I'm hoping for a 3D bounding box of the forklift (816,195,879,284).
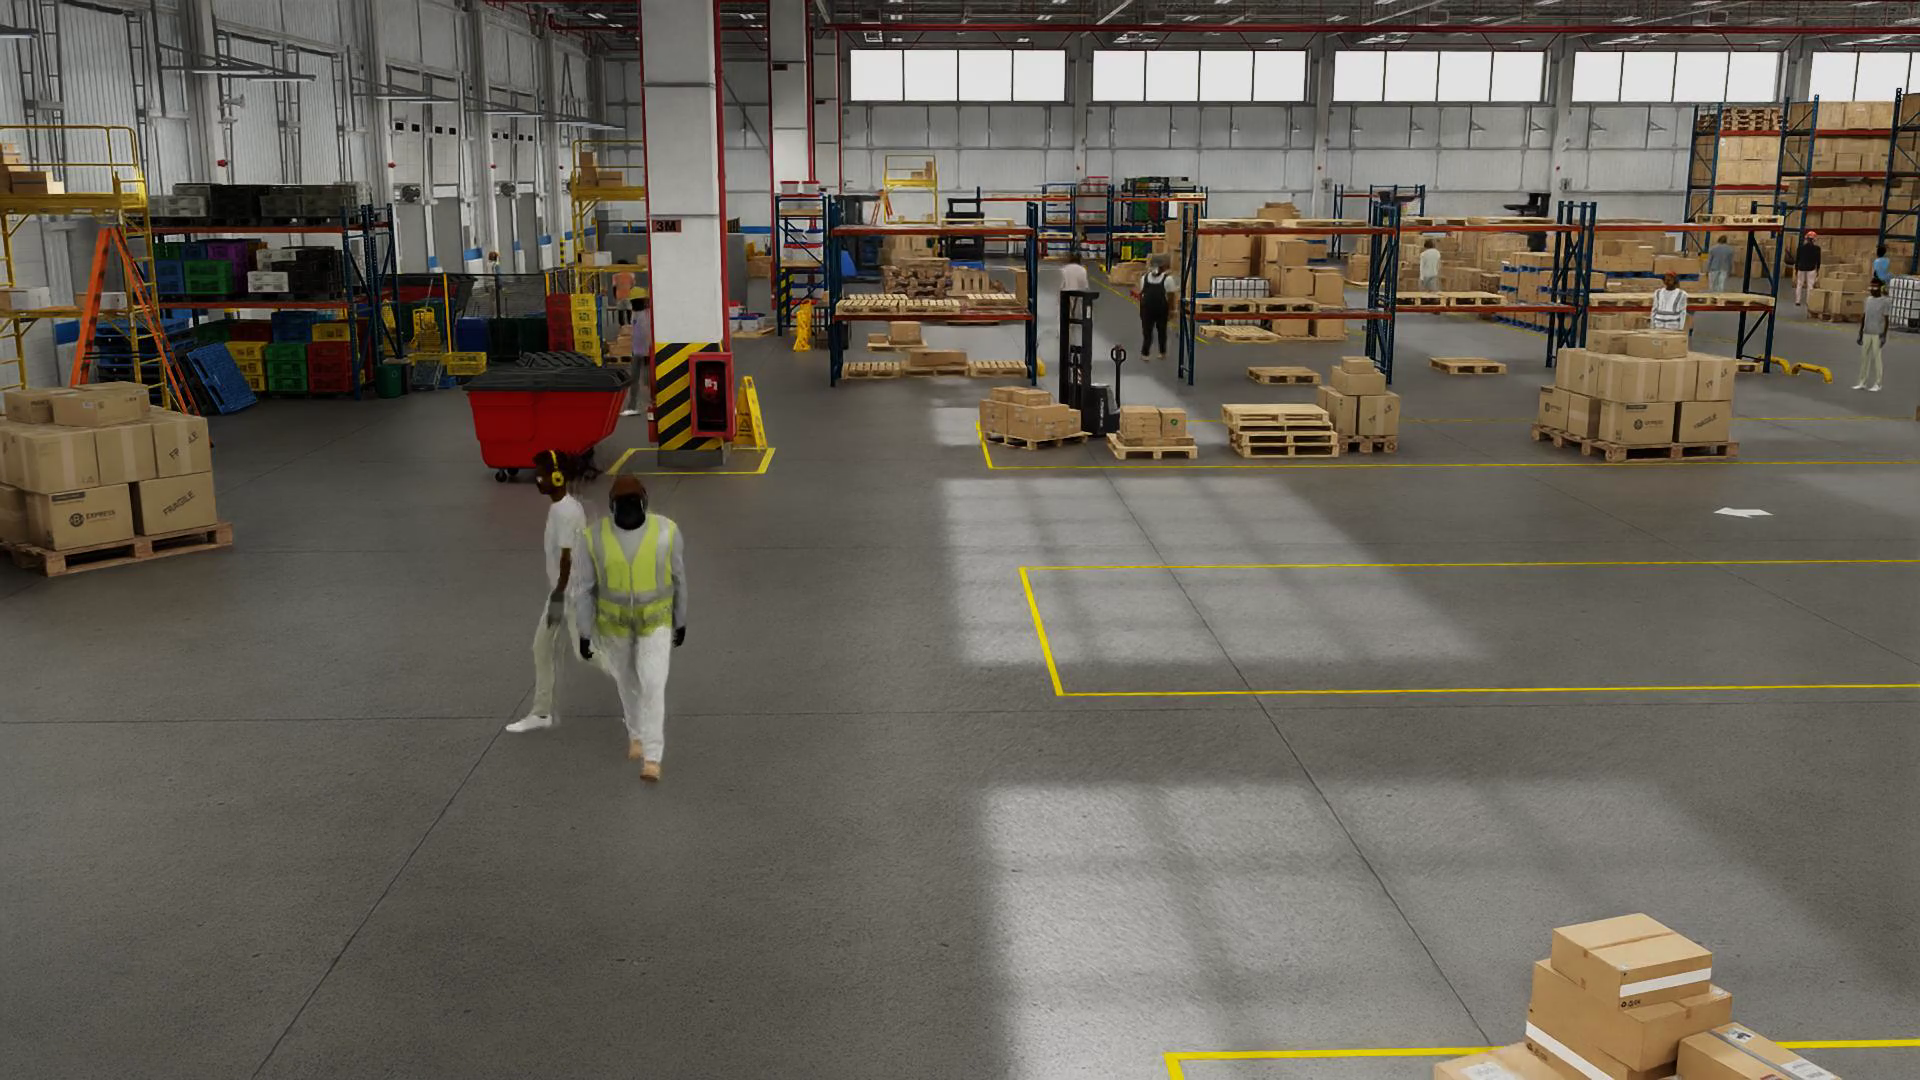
[{"bbox_3d":[-3.663,-9.509,52.653,1.873,2.768,1.129,-7,14,-29],"label":"forklift"}]

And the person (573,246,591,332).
[{"bbox_3d":[-8.418,-5.592,37.140,0.364,1.928,0.586,-5,13,-21],"label":"person"}]

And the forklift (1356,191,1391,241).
[{"bbox_3d":[15.959,-11.748,62.764,1.873,2.768,1.129,2,13,8],"label":"forklift"}]

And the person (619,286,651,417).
[{"bbox_3d":[-4.664,-2.775,24.463,0.762,1.902,0.609,-11,17,-42],"label":"person"}]

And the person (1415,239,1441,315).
[{"bbox_3d":[11.833,-6.636,41.969,0.631,1.893,1.039,-3,13,-15],"label":"person"}]

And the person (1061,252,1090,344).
[{"bbox_3d":[2.494,-5.083,34.884,0.906,1.900,0.631,-11,17,-40],"label":"person"}]

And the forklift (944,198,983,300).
[{"bbox_3d":[0.137,-8.217,46.819,1.129,2.768,1.873,1,13,3],"label":"forklift"}]

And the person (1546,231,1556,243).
[{"bbox_3d":[20.431,-10.152,57.733,0.542,1.925,0.464,3,13,15],"label":"person"}]

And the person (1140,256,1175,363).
[{"bbox_3d":[3.727,-4.412,31.551,0.692,2.000,1.008,4,13,18],"label":"person"}]

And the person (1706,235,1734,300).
[{"bbox_3d":[20.187,-7.148,44.228,0.663,1.894,0.966,4,13,17],"label":"person"}]

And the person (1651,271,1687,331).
[{"bbox_3d":[12.120,-3.657,28.504,0.359,1.882,0.575,-11,17,-42],"label":"person"}]

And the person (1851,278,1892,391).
[{"bbox_3d":[14.960,-3.365,27.253,0.326,1.860,0.507,-6,14,-23],"label":"person"}]

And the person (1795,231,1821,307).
[{"bbox_3d":[22.532,-7.193,44.214,0.623,1.992,0.396,11,16,40],"label":"person"}]

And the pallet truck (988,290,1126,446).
[{"bbox_3d":[1.257,-2.299,22.111,1.885,1.965,0.823,-9,15,-35],"label":"pallet truck"}]

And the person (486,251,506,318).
[{"bbox_3d":[-11.447,-6.268,40.869,0.523,1.631,0.323,11,17,42],"label":"person"}]

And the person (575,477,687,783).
[{"bbox_3d":[-1.946,0.523,9.838,0.646,1.788,0.961,-1,13,-6],"label":"person"}]

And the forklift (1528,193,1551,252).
[{"bbox_3d":[19.986,-10.595,57.558,1.873,2.768,1.129,-2,13,-9],"label":"forklift"}]

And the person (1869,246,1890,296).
[{"bbox_3d":[23.698,-6.711,42.753,0.530,1.674,0.737,-4,13,-19],"label":"person"}]

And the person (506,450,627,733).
[{"bbox_3d":[-2.456,0.323,10.654,0.888,1.836,0.517,-6,14,-26],"label":"person"}]

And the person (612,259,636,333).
[{"bbox_3d":[-7.391,-5.350,36.680,0.556,1.658,0.800,-4,13,-18],"label":"person"}]
